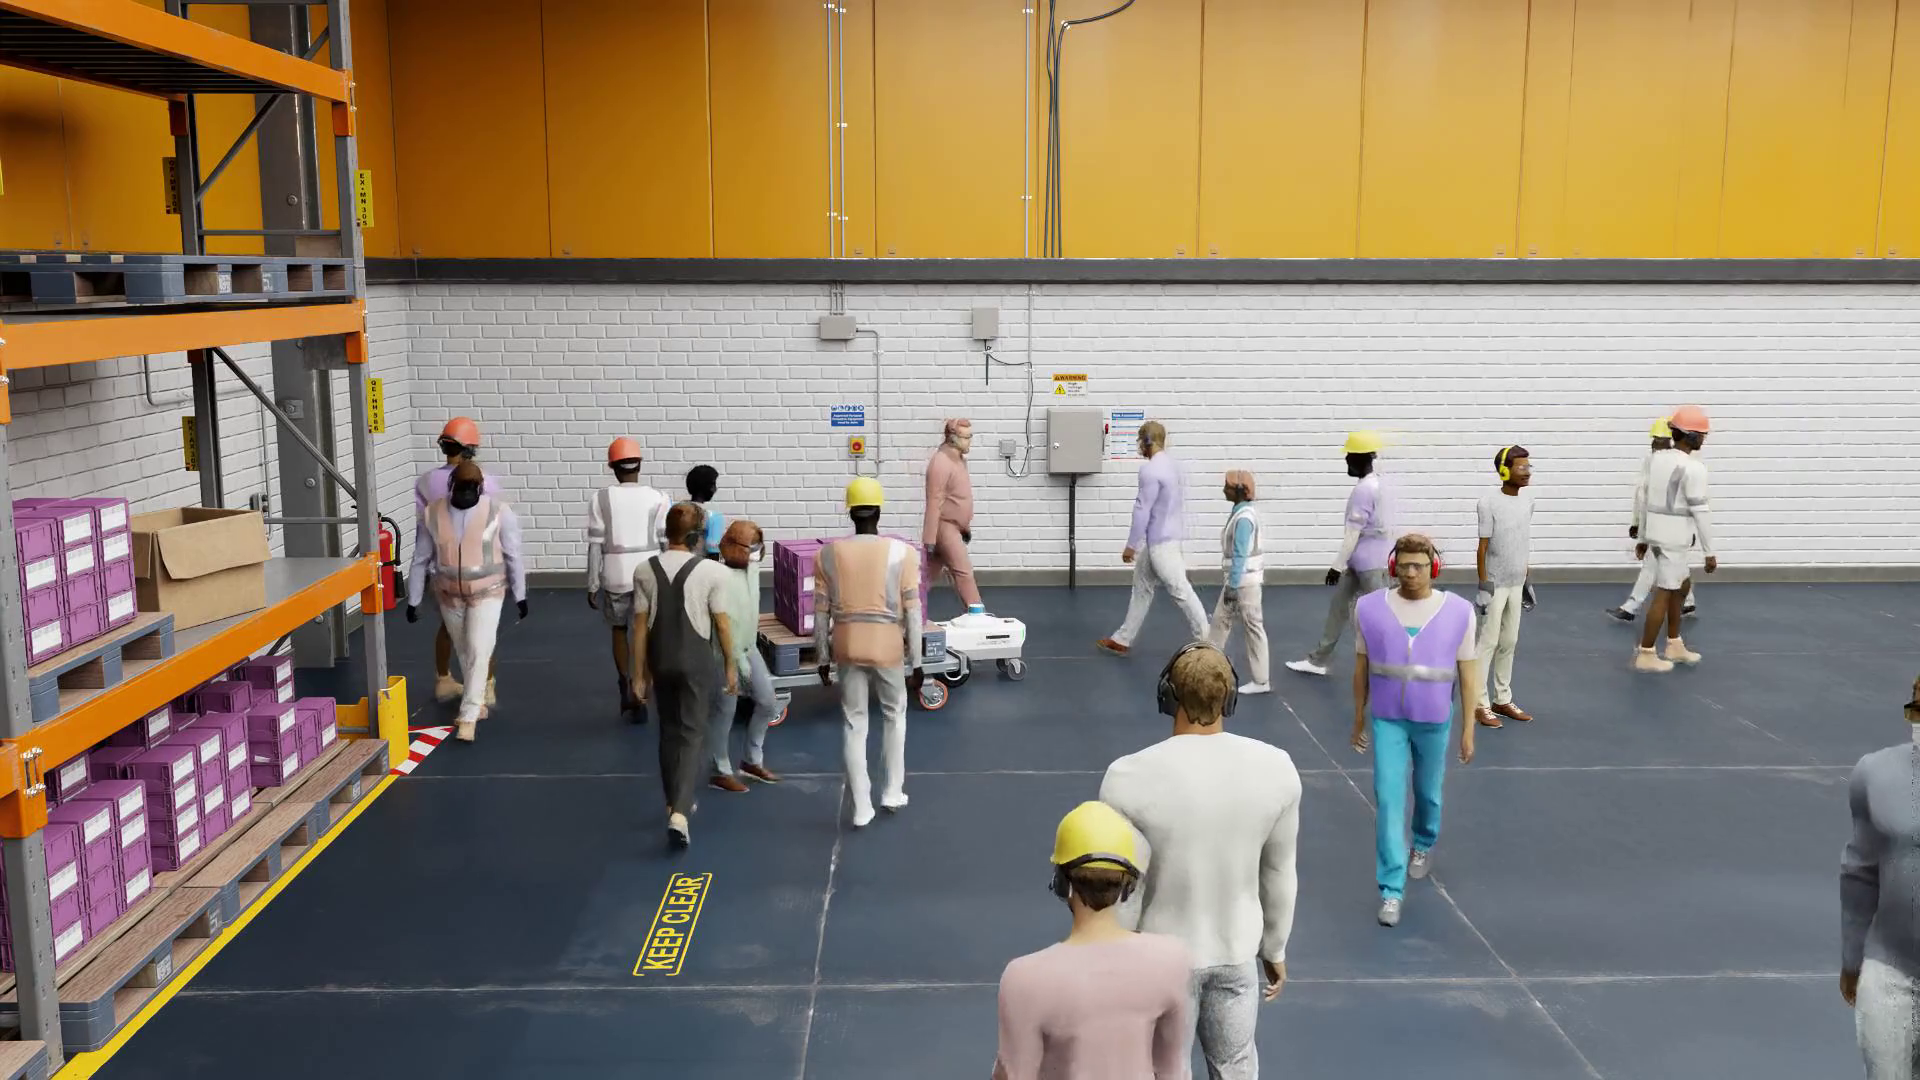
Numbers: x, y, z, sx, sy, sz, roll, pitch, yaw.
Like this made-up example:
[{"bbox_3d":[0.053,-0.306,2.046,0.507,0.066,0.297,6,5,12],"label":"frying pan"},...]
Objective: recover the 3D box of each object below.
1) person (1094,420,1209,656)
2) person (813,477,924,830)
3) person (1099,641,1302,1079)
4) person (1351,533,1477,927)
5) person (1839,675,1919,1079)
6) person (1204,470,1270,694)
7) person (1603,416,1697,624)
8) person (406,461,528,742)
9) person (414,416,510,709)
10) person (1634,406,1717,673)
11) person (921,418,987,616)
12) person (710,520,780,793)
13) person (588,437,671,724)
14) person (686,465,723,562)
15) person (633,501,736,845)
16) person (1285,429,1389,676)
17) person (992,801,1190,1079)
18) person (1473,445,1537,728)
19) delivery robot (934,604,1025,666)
[{"bbox_3d":[1.577,0.025,12.835,1.043,1.869,0.635,3,10,19],"label":"person"},{"bbox_3d":[-0.486,0.601,9.145,0.617,1.900,0.688,1,9,8],"label":"person"},{"bbox_3d":[0.709,1.258,5.022,0.636,1.938,0.354,-3,10,-15],"label":"person"},{"bbox_3d":[2.169,0.843,7.971,0.579,1.810,0.912,3,10,18],"label":"person"},{"bbox_3d":[2.913,1.282,4.913,0.526,1.928,0.639,-6,11,-32],"label":"person"},{"bbox_3d":[1.876,0.306,11.831,0.760,1.607,0.538,0,9,3],"label":"person"},{"bbox_3d":[5.990,-0.168,14.237,0.951,1.785,0.616,-2,9,-12],"label":"person"},{"bbox_3d":[-3.208,0.389,10.765,0.712,1.796,0.874,0,9,2],"label":"person"},{"bbox_3d":[-3.440,0.159,11.510,0.613,2.026,0.440,3,10,18],"label":"person"},{"bbox_3d":[5.429,0.006,12.436,0.763,2.016,0.653,-1,9,-8],"label":"person"},{"bbox_3d":[-0.086,-0.080,13.543,1.004,1.842,0.728,1,9,8],"label":"person"},{"bbox_3d":[-1.260,0.678,9.582,0.471,1.613,0.504,5,10,26],"label":"person"},{"bbox_3d":[-2.201,0.270,11.177,0.596,1.902,0.519,-2,9,-12],"label":"person"},{"bbox_3d":[-1.906,0.289,11.872,0.544,1.646,0.865,6,11,31],"label":"person"},{"bbox_3d":[-1.498,0.703,8.846,0.509,1.821,0.835,2,9,10],"label":"person"},{"bbox_3d":[2.936,0.130,12.142,0.993,1.879,0.589,3,10,16],"label":"person"},{"bbox_3d":[0.315,1.509,4.099,0.551,1.743,0.374,-3,10,-20],"label":"person"},{"bbox_3d":[3.642,0.303,11.077,0.514,1.876,0.328,-6,11,-32],"label":"person"},{"bbox_3d":[0.117,0.717,12.285,0.707,0.478,0.477,-3,10,-16],"label":"delivery robot"}]
